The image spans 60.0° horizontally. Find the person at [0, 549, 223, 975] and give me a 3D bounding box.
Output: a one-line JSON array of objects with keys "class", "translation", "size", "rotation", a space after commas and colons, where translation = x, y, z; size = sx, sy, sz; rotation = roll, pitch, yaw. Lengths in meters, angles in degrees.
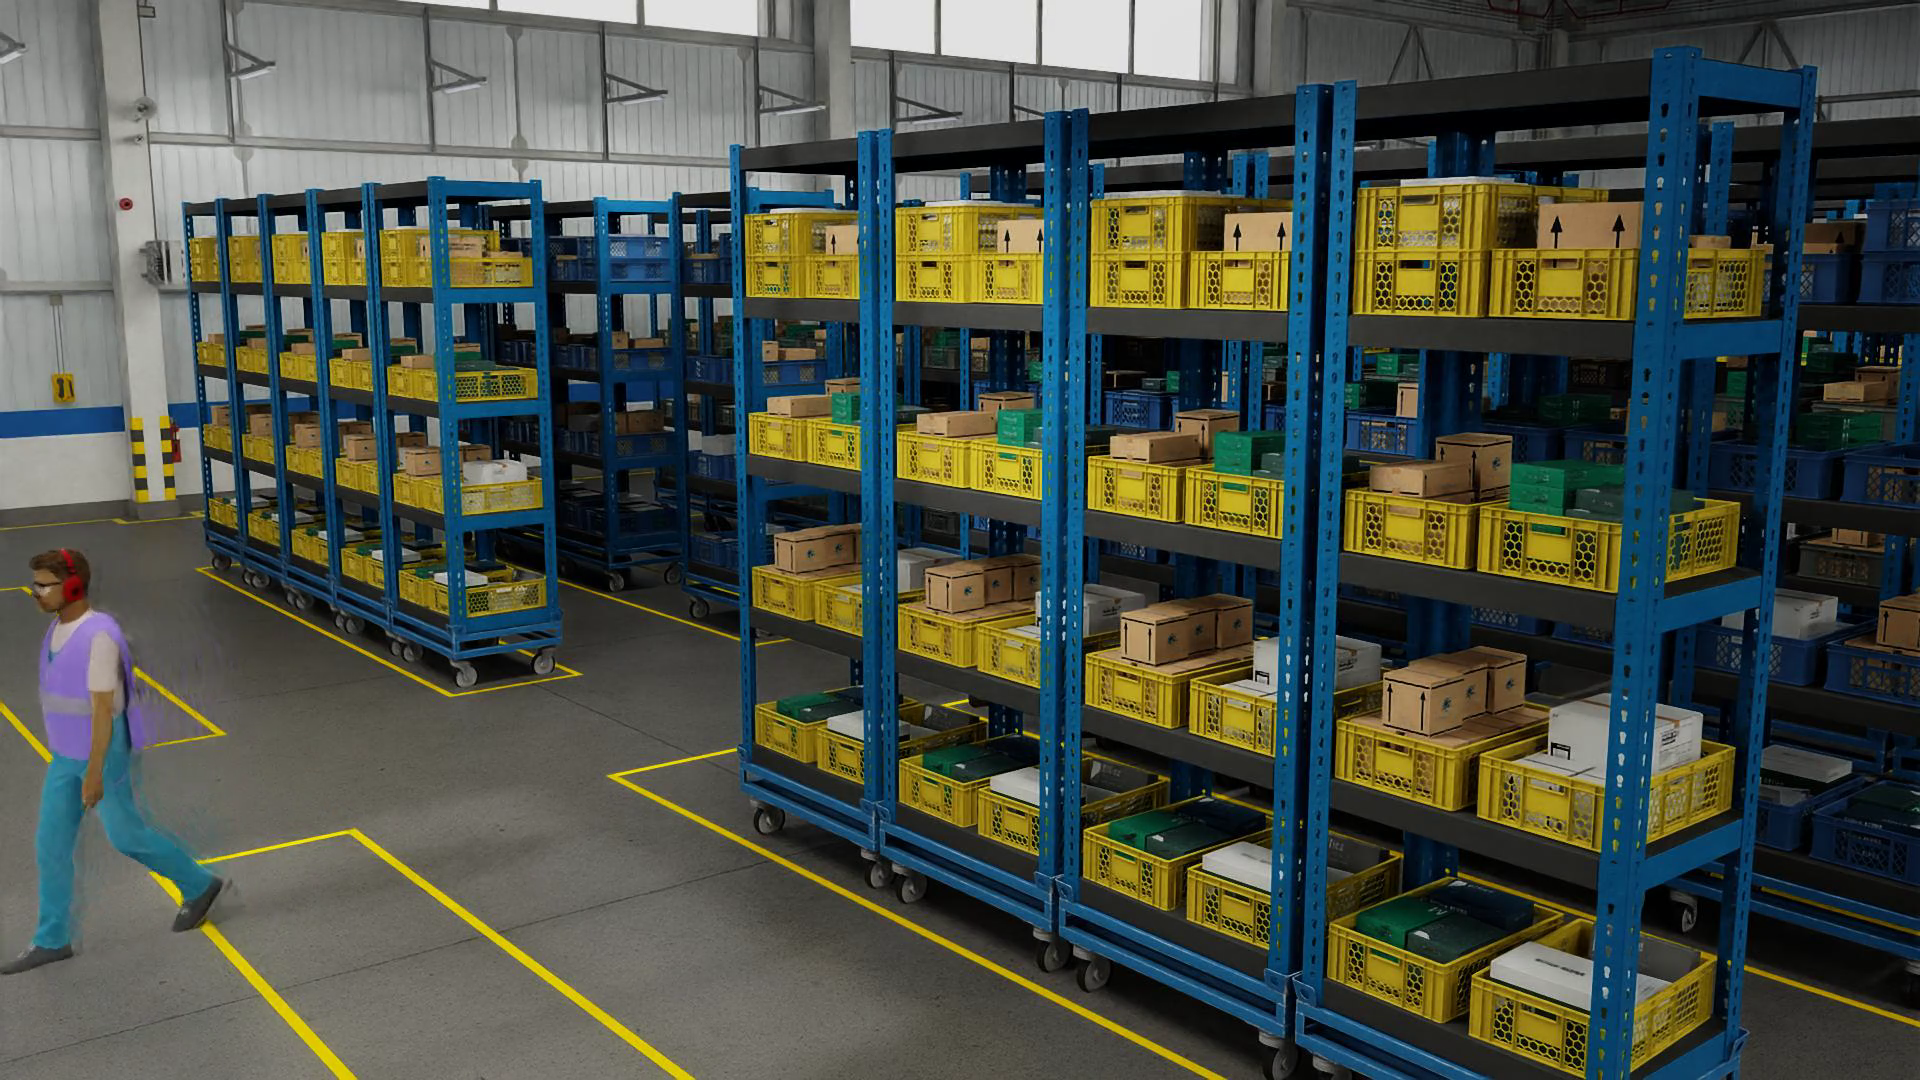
[{"class": "person", "translation": [-3.737, 0.919, 7.263], "size": [0.576, 1.817, 0.890], "rotation": [7, 12, 37]}]
